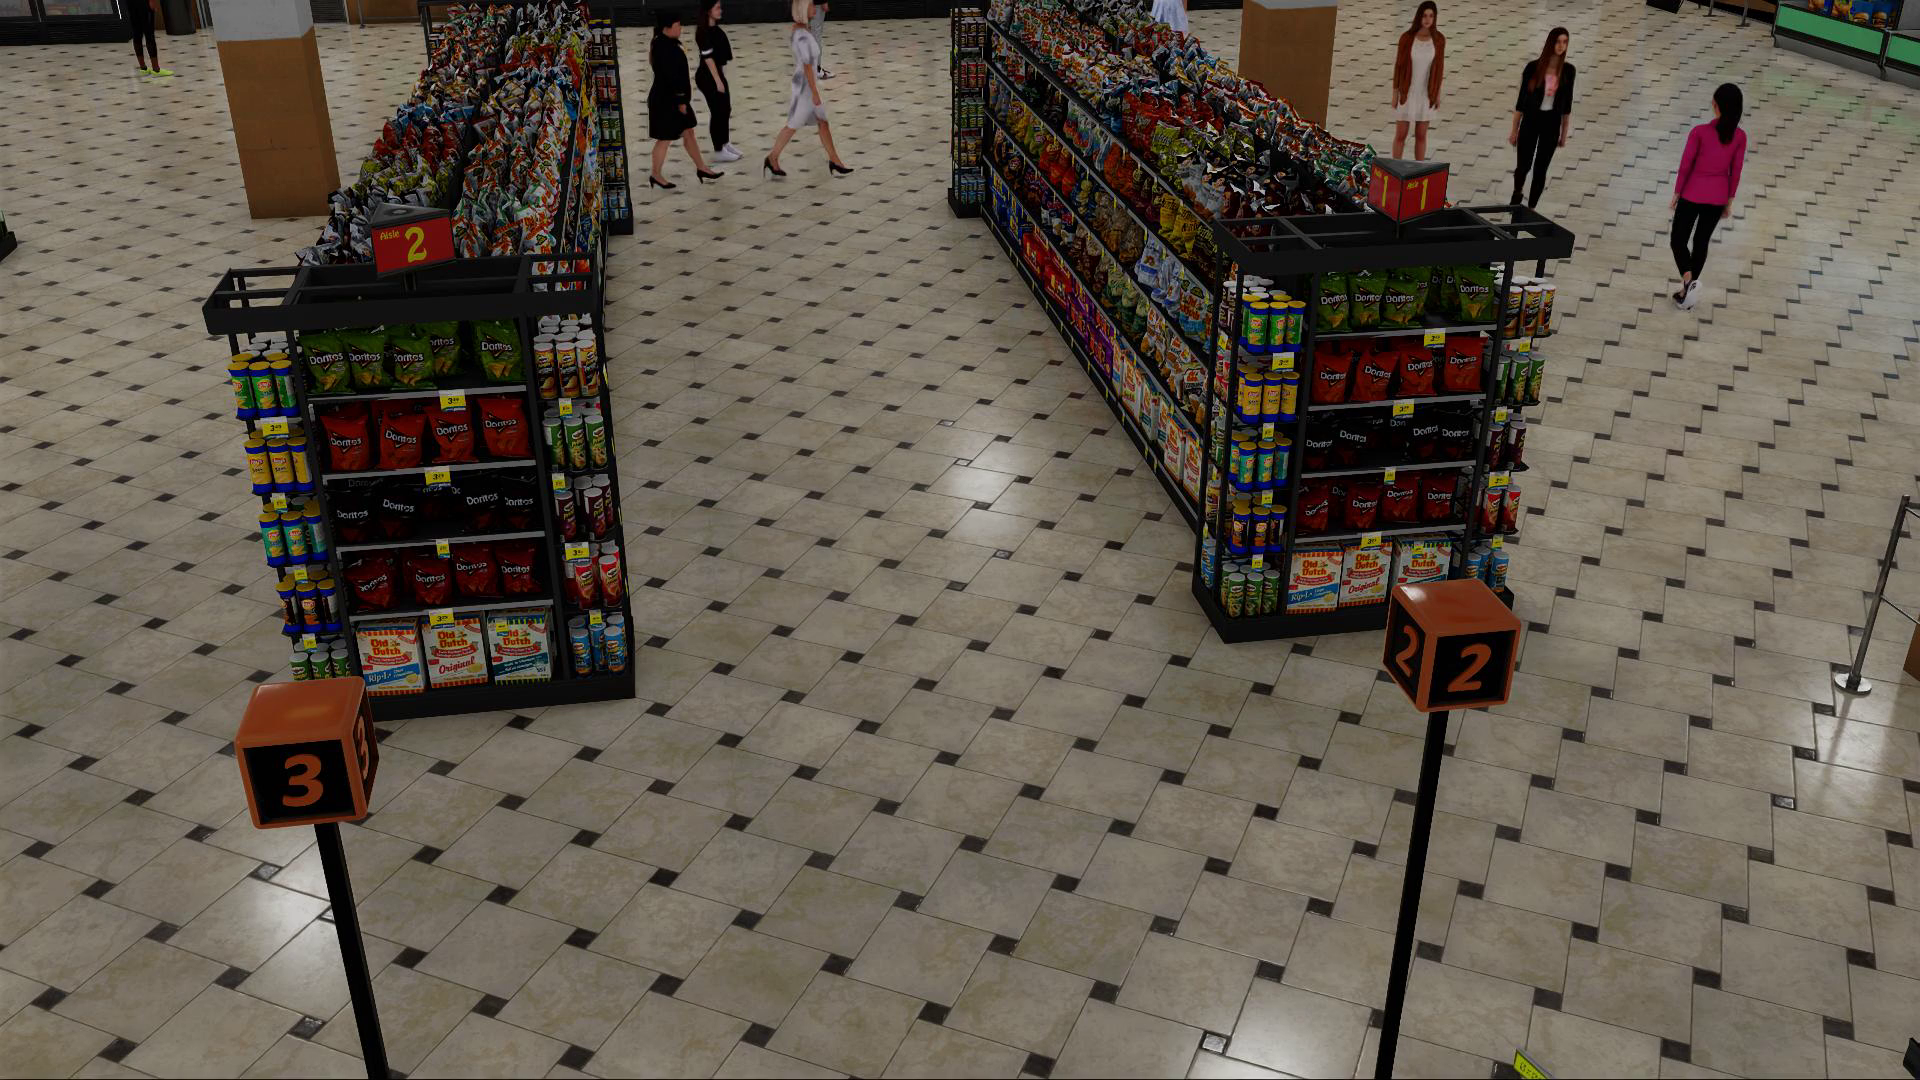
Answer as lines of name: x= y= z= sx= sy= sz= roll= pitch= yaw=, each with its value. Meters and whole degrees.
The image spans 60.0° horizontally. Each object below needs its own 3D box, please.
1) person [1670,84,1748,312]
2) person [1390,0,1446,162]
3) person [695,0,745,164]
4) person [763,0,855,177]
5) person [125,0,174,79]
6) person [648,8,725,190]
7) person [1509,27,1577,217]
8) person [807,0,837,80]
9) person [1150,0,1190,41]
person: x=5.498 y=-2.469 z=12.252 sx=0.761 sy=1.684 sz=1.009 roll=1 pitch=27 yaw=1
person: x=4.275 y=-4.190 z=15.610 sx=0.663 sy=1.716 sz=0.636 roll=2 pitch=27 yaw=4
person: x=-2.477 y=-4.547 z=16.410 sx=0.746 sy=1.628 sz=0.645 roll=1 pitch=27 yaw=1
person: x=-1.552 y=-4.249 z=15.735 sx=0.718 sy=1.707 sz=1.050 roll=-2 pitch=27 yaw=-4
person: x=-9.978 y=-6.530 z=20.182 sx=0.645 sy=1.755 sz=0.675 roll=12 pitch=29 yaw=22
person: x=-2.768 y=-4.044 z=15.403 sx=0.774 sy=1.641 sz=0.865 roll=-4 pitch=27 yaw=-7
person: x=5.021 y=-3.595 z=14.455 sx=0.720 sy=1.699 sz=0.762 roll=3 pitch=27 yaw=6
person: x=-1.789 y=-6.606 z=20.115 sx=0.840 sy=1.950 sz=0.676 roll=-15 pitch=31 yaw=-27
person: x=2.396 y=-6.012 z=19.089 sx=0.857 sy=1.819 sz=0.913 roll=15 pitch=31 yaw=27
